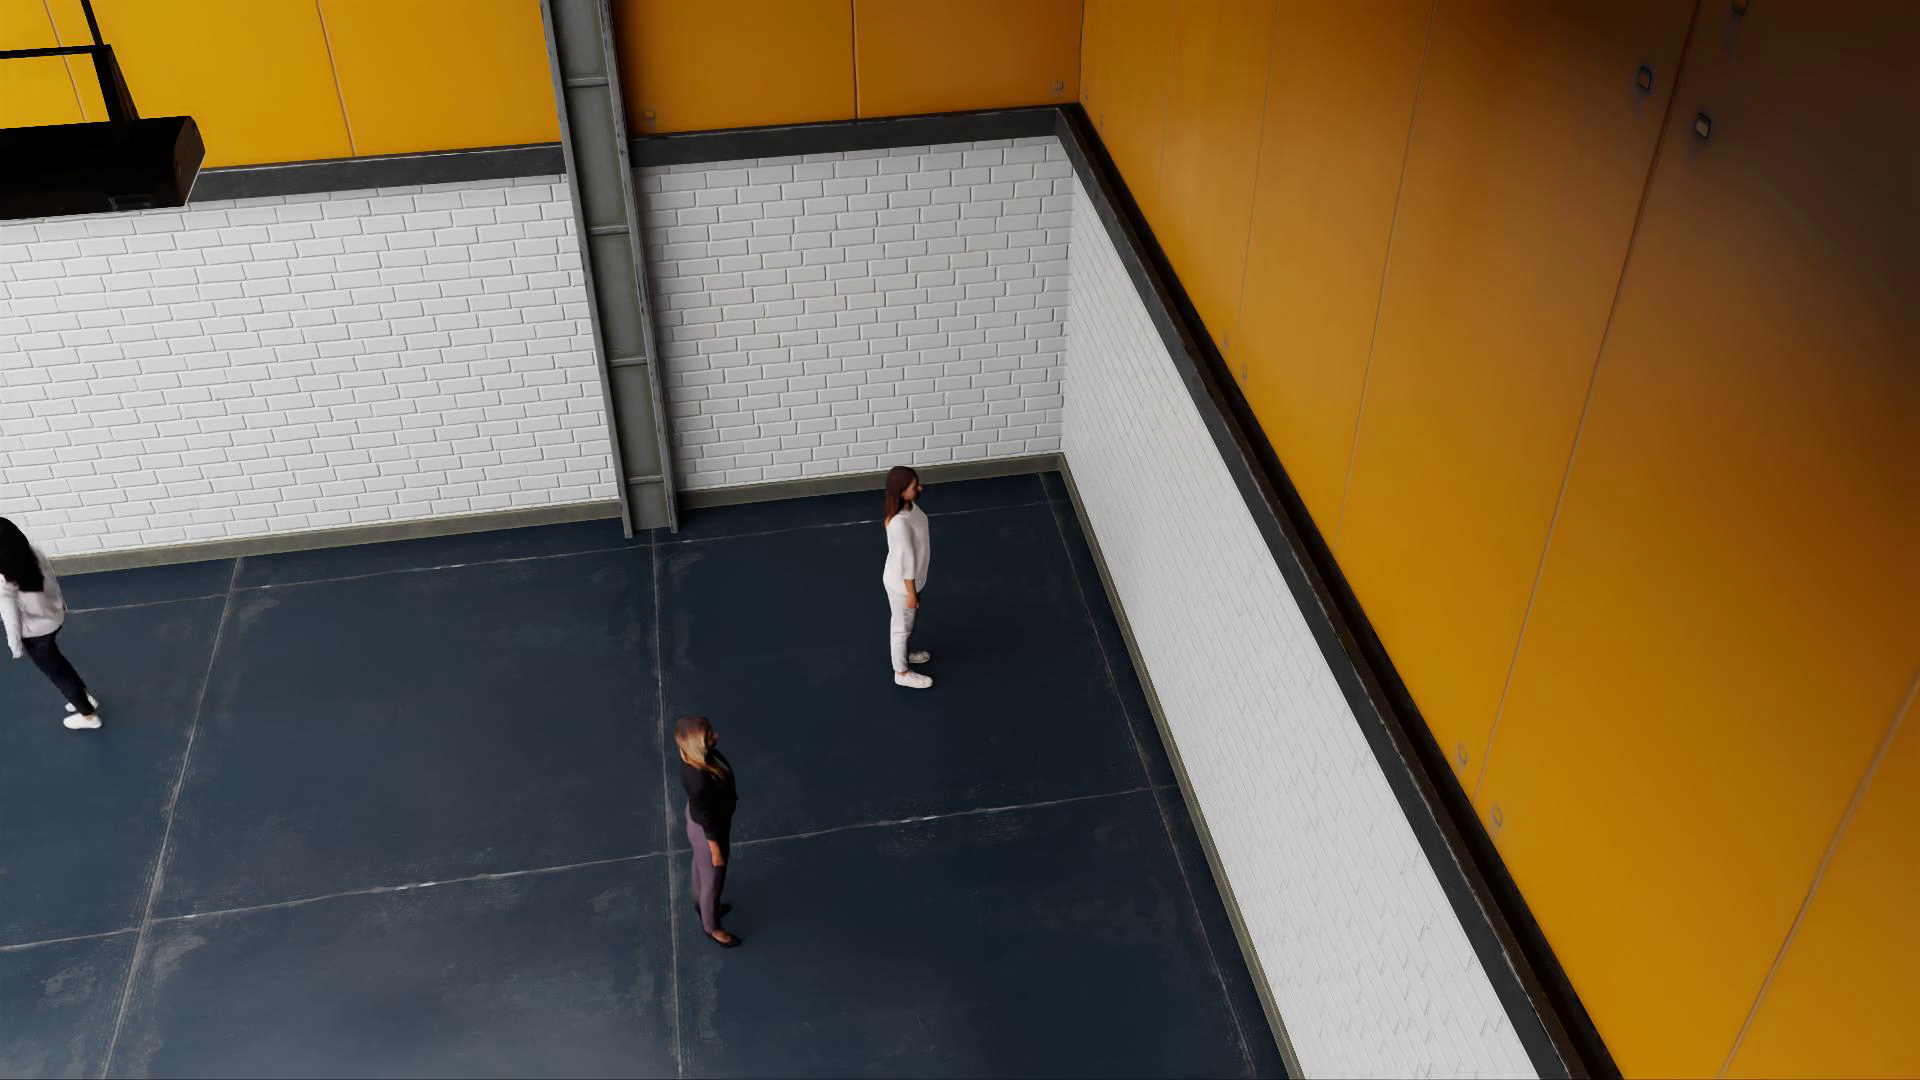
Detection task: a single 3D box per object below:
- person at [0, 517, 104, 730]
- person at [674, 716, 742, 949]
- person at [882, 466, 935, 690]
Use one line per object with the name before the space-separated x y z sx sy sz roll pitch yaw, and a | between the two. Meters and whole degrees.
person | -5.619 0.536 10.314 0.642 1.695 0.681 1 39 1
person | -1.382 1.568 9.042 0.553 1.671 0.612 -9 40 -11
person | -0.353 0.224 10.710 0.574 1.688 0.623 -1 39 -2
